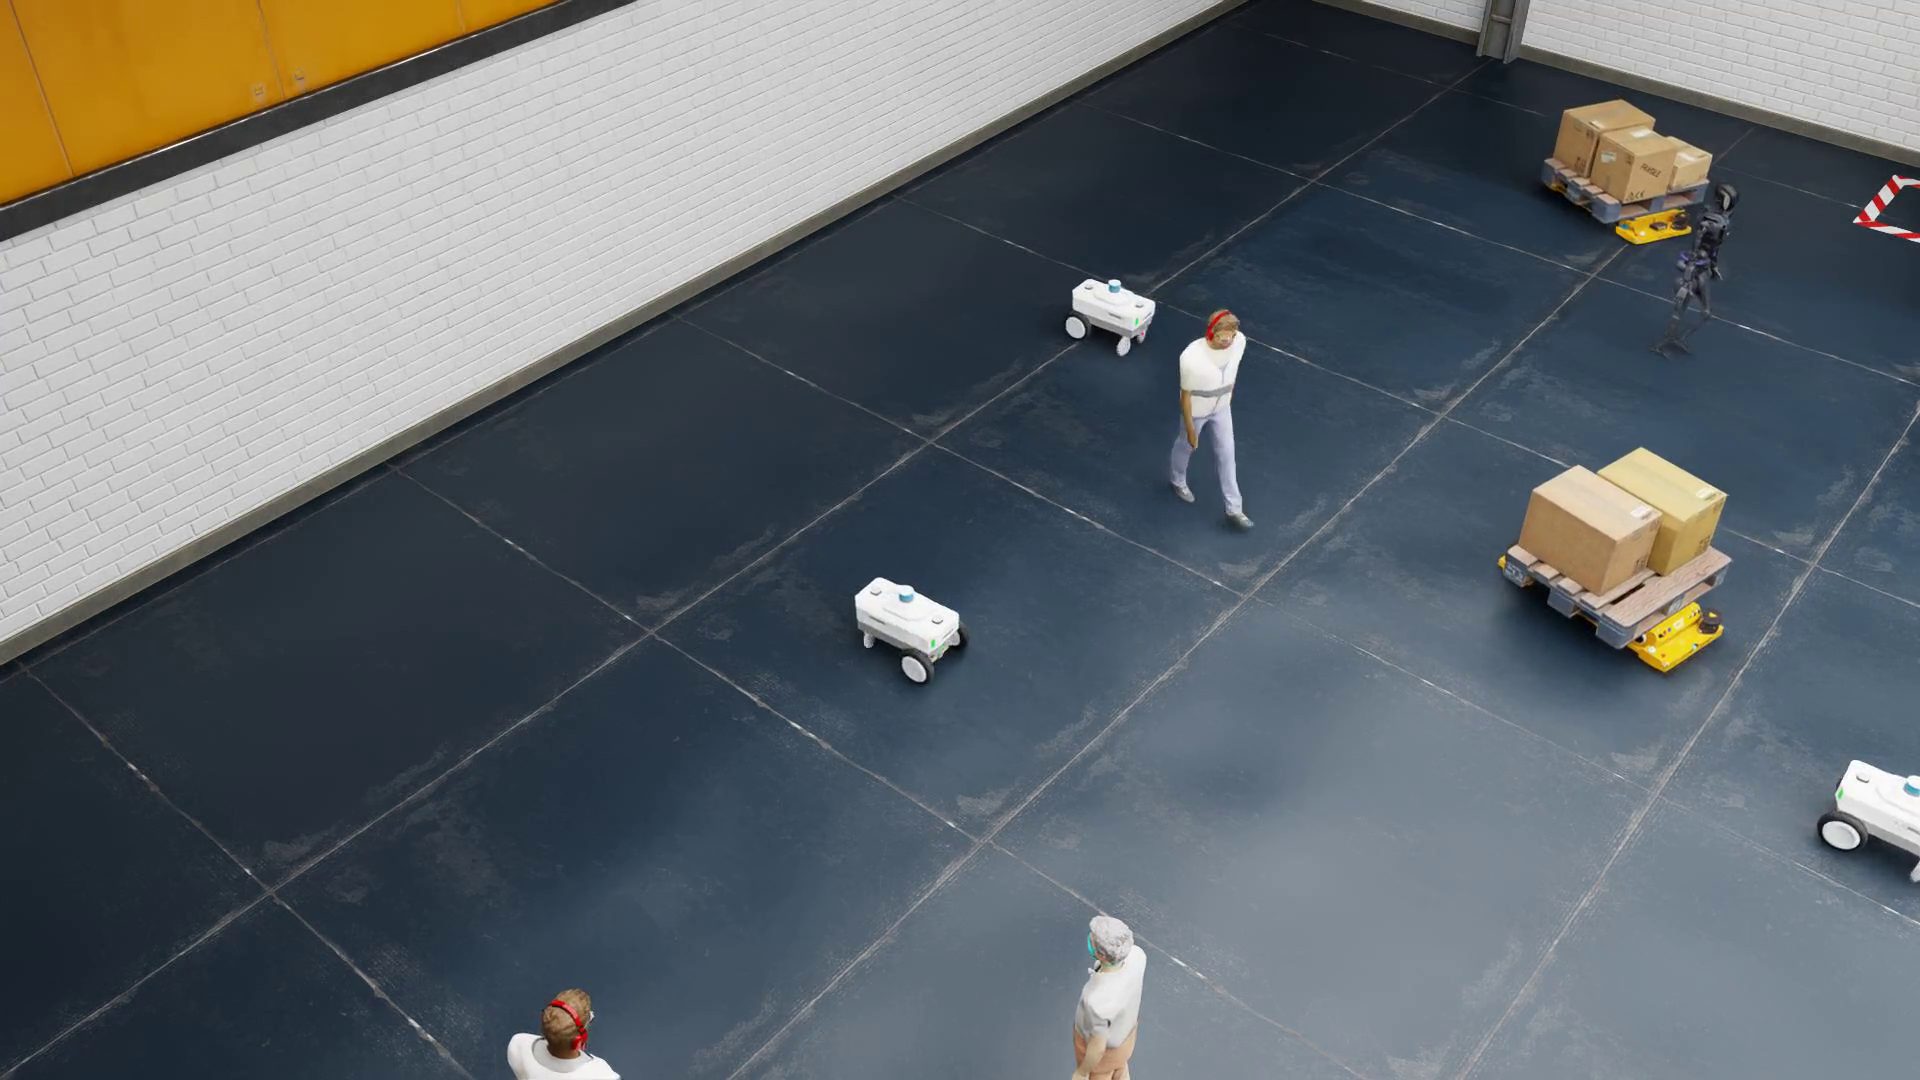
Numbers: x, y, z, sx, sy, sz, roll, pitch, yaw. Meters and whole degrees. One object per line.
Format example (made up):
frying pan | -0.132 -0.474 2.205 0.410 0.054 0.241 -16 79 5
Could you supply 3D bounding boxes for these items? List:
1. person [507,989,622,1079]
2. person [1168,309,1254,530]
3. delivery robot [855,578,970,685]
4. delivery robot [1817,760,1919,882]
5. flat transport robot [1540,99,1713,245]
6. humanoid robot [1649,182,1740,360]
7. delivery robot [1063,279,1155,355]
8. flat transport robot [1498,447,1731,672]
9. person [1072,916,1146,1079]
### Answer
person | -1.741 2.731 7.652 0.571 1.833 0.399 14 41 17
person | 1.857 -0.897 12.183 0.577 1.794 0.957 -18 42 -21
delivery robot | -0.326 0.582 11.350 0.785 0.613 0.525 24 44 26
delivery robot | 5.612 1.657 10.012 0.778 0.607 0.524 26 46 29
flat transport robot | 6.501 -3.365 16.463 0.659 0.231 1.431 -14 41 -17
humanoid robot | 6.184 -2.246 13.952 0.608 1.643 0.369 -31 48 -33
delivery robot | 1.304 -1.995 14.544 0.778 0.607 0.510 24 45 27
flat transport robot | 4.620 0.363 11.836 0.659 0.231 1.431 -25 45 -27
person | 0.695 2.427 8.094 0.308 1.745 0.494 21 43 24
